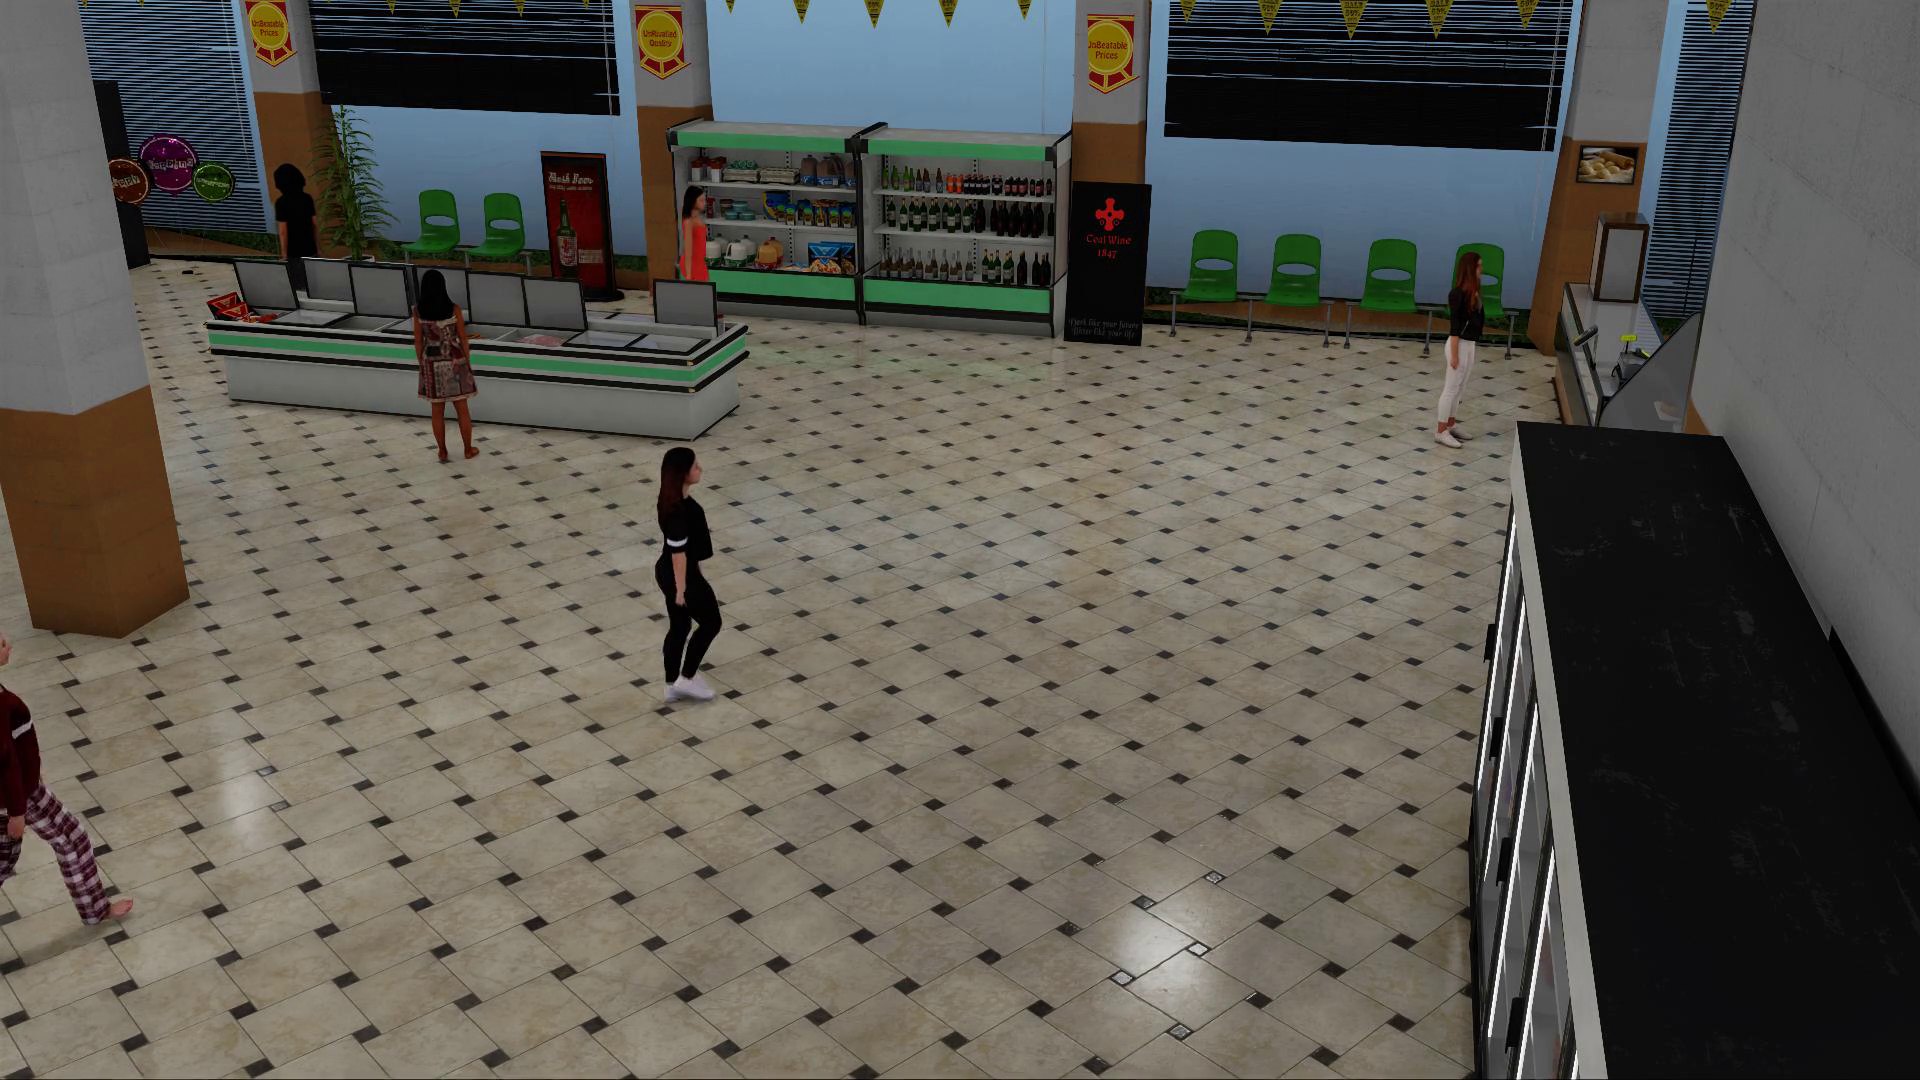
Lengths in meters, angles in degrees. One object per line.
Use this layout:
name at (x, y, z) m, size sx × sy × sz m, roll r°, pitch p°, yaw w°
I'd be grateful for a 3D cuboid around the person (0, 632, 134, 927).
person at (-4.388, 1.196, 7.565) m, size 1.082 × 1.580 × 0.985 m, roll 18°, pitch 28°, yaw 38°

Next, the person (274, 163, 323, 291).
person at (-7.181, -3.177, 18.107) m, size 0.640 × 1.834 × 0.701 m, roll 15°, pitch 26°, yaw 32°

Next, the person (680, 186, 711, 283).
person at (-2.875, -2.845, 17.456) m, size 0.962 × 1.704 × 0.757 m, roll 0°, pitch 22°, yaw -1°

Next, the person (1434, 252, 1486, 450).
person at (4.384, -1.682, 14.562) m, size 0.638 × 1.704 × 0.671 m, roll 15°, pitch 26°, yaw 33°

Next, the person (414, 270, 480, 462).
person at (-4.396, -1.490, 14.163) m, size 0.619 × 1.645 × 0.782 m, roll -3°, pitch 22°, yaw -8°

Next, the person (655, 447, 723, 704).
person at (-1.734, 0.234, 9.896) m, size 0.757 × 1.627 × 0.719 m, roll -8°, pitch 23°, yaw -19°
